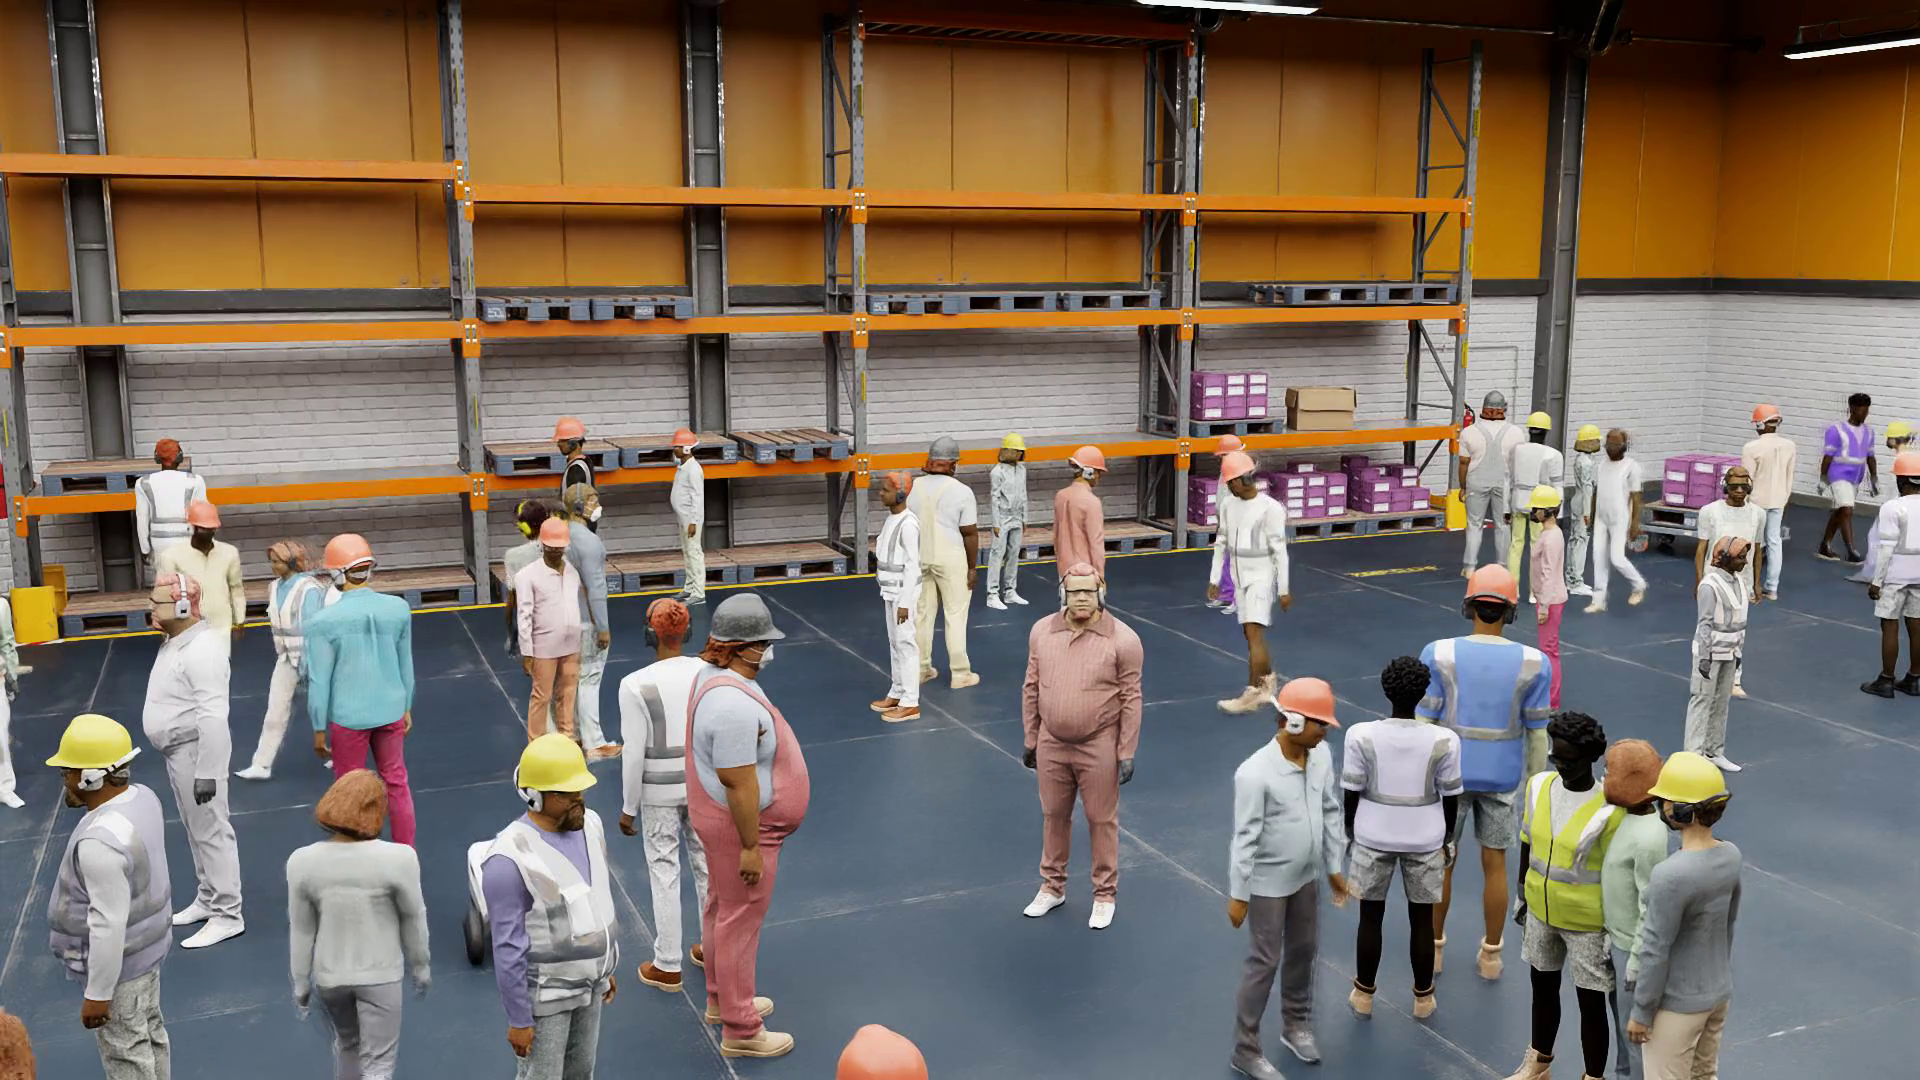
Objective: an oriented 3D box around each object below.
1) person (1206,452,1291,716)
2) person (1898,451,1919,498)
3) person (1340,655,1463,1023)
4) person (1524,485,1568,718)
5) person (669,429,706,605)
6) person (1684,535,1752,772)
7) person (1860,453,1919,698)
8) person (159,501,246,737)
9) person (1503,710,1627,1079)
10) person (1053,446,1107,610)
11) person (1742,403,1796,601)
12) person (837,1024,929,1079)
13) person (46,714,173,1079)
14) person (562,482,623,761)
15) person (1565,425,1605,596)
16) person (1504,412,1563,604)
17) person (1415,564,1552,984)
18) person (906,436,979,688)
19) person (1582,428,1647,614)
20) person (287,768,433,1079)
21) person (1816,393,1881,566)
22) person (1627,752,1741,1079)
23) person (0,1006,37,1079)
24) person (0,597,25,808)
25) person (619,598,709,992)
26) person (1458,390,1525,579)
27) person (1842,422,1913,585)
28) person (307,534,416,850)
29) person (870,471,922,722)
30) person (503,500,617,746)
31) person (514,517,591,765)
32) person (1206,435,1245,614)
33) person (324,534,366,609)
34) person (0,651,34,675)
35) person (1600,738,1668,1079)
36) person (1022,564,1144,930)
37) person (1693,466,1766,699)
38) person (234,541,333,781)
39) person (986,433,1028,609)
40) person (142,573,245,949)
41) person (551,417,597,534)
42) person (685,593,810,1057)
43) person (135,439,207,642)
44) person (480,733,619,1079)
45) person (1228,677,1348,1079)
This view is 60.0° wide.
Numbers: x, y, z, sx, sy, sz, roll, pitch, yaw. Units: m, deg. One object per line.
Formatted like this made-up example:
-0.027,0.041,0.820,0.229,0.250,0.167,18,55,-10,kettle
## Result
2.229,0.317,12.770,0.678,1.997,0.670,-6,12,-32,person
9.481,-0.225,16.303,0.423,1.852,0.672,-3,10,-18,person
1.995,1.360,7.567,0.541,1.696,0.315,2,10,11,person
4.411,0.461,12.586,0.350,1.759,0.522,3,10,17,person
-2.722,-0.232,16.568,0.327,1.753,0.563,-4,11,-22,person
5.072,0.776,11.129,0.514,1.634,0.312,-8,12,-38,person
7.411,0.281,13.099,0.553,1.934,0.365,-2,10,-11,person
-5.405,0.577,11.947,0.370,1.735,0.589,9,14,43,person
2.457,1.509,6.712,0.317,1.694,0.540,-6,11,-31,person
0.974,0.246,13.157,0.395,1.985,0.608,-5,11,-28,person
8.067,-0.376,16.720,0.609,1.992,0.383,-3,10,-16,person
-0.158,1.971,3.884,0.564,1.751,0.341,-7,12,-36,person
-3.137,1.536,6.164,0.404,1.833,0.590,-3,10,-14,person
-2.602,0.559,11.492,0.372,1.938,0.632,-8,13,-39,person
6.417,-0.313,17.068,0.288,1.746,0.487,2,10,12,person
5.725,-0.320,16.614,0.599,1.919,0.406,9,13,42,person
2.490,1.120,8.004,0.615,2.030,0.409,2,10,12,person
-0.124,0.165,13.463,0.688,2.000,0.536,6,11,29,person
6.353,-0.187,16.105,0.602,1.828,0.523,-5,11,-28,person
-2.253,1.649,6.206,0.504,1.593,0.773,0,10,1,person
10.013,-0.669,18.592,0.615,1.919,0.934,-3,10,-18,person
2.552,1.617,5.919,0.515,1.760,0.331,-8,13,-39,person
-2.414,1.972,4.299,0.520,1.612,0.663,6,11,29,person
-6.130,0.914,10.338,0.318,1.630,0.512,9,13,42,person
-1.354,1.205,7.924,0.579,1.882,0.342,-8,13,-39,person
5.667,-0.592,17.827,0.682,2.000,0.537,2,10,11,person
9.671,-0.368,17.381,0.769,1.734,0.556,8,13,40,person
-3.273,0.951,9.103,0.406,1.986,0.618,8,13,40,person
-0.467,0.414,12.478,0.356,1.885,0.574,-3,10,-16,person
-2.765,0.634,11.395,0.707,1.832,0.390,-2,10,-13,person
-2.712,0.703,11.199,0.338,1.746,0.573,7,12,36,person
2.623,-0.158,16.174,0.337,1.742,0.561,-3,10,-15,person
-3.811,0.826,10.486,0.324,1.749,0.563,-3,10,-15,person
-8.179,0.251,13.637,0.820,1.822,0.520,-4,11,-21,person
2.614,1.573,6.523,0.276,1.631,0.507,2,10,11,person
0.611,1.063,8.663,0.651,1.911,0.409,5,11,26,person
6.028,0.335,13.048,0.505,1.846,0.346,1,10,7,person
-4.430,0.800,11.082,0.527,1.591,0.853,6,11,30,person
0.492,-0.186,16.377,0.346,1.738,0.485,9,13,42,person
-3.907,1.103,8.433,0.402,1.910,0.652,-7,12,-34,person
-3.438,-0.084,14.890,0.369,2.045,0.608,-1,10,-8,person
-0.930,1.227,7.347,0.535,2.000,0.687,-3,10,-17,person
-6.870,0.050,14.574,0.583,1.882,0.337,-3,10,-18,person
-1.420,1.576,5.935,0.404,1.833,0.592,4,10,20,person
1.374,1.430,7.063,0.589,1.732,0.382,-9,13,-43,person
